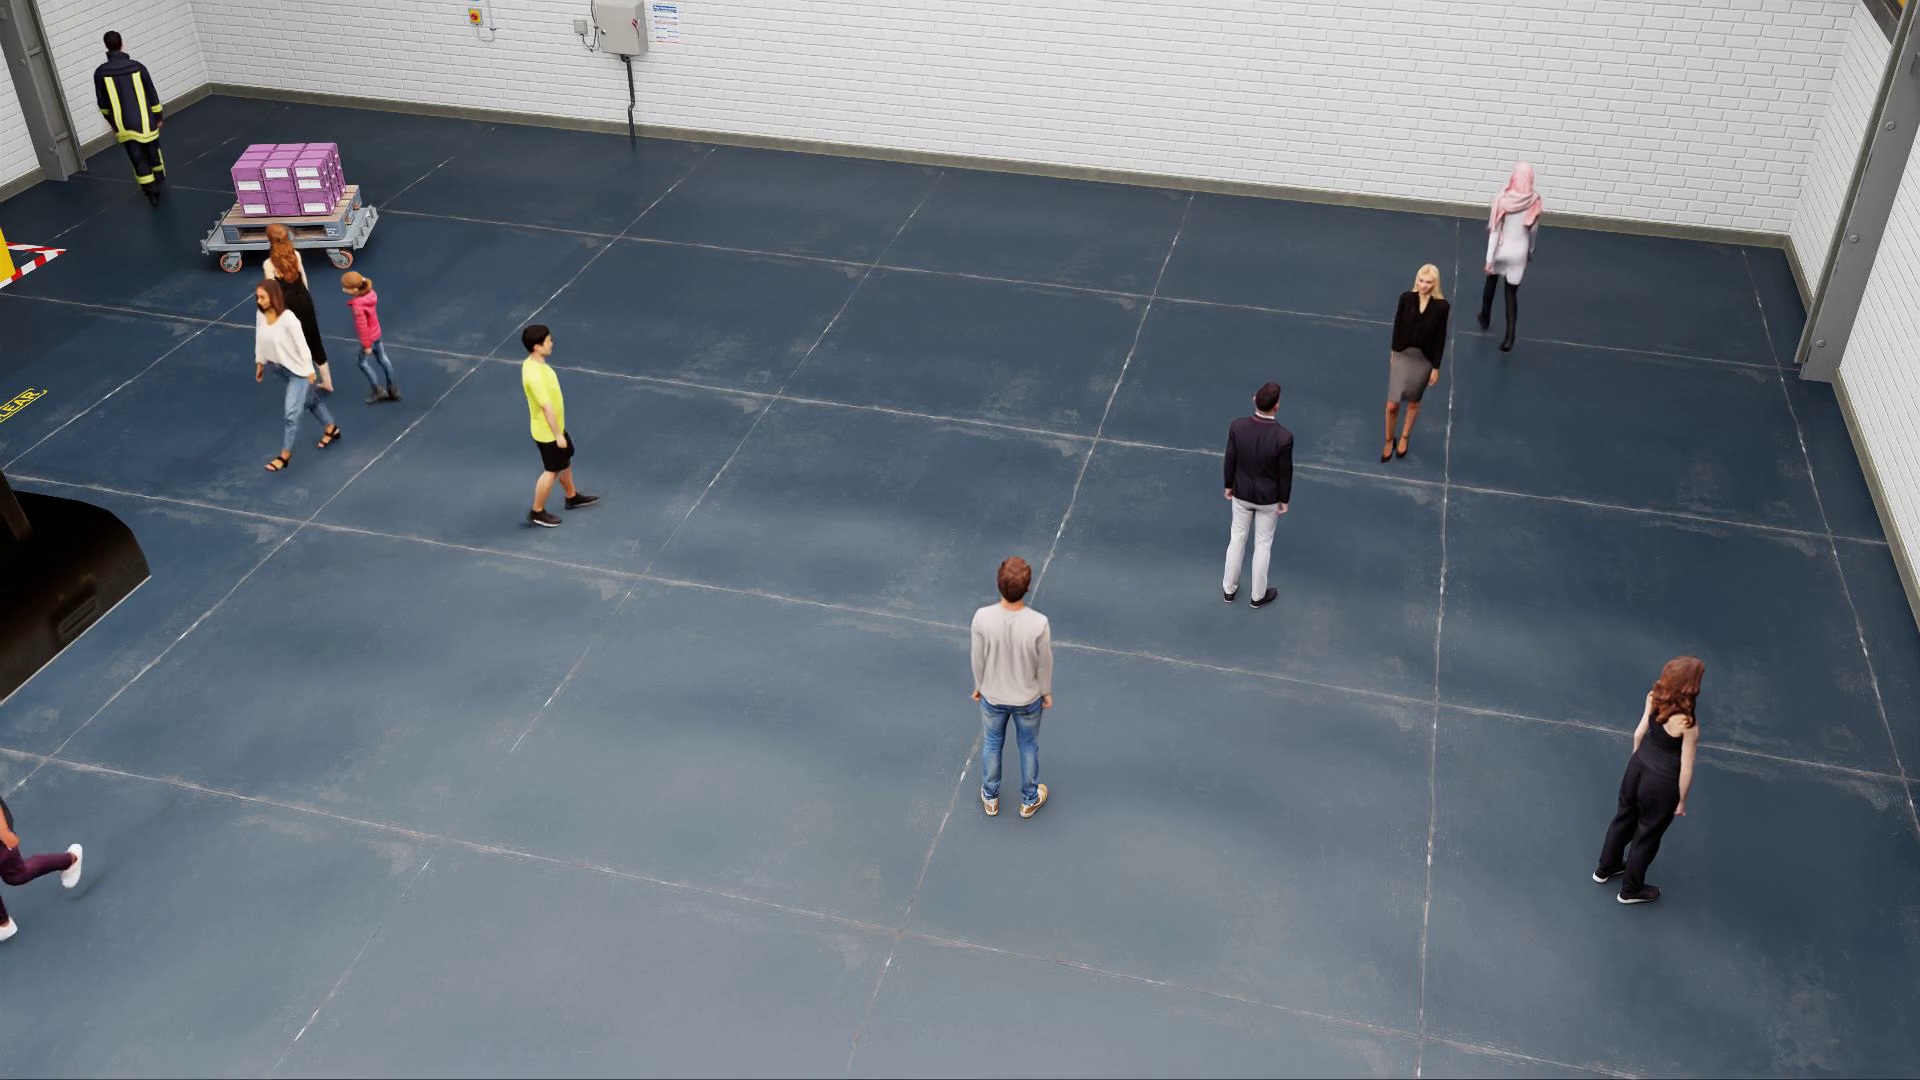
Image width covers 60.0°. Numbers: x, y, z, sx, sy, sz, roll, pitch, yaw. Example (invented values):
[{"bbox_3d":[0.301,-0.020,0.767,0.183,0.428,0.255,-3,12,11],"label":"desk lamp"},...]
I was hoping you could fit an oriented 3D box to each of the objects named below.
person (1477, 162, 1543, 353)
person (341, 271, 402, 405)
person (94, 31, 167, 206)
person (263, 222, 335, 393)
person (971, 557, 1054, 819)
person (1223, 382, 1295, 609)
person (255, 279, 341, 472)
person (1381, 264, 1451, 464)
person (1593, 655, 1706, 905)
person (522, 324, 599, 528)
[{"bbox_3d":[5.183,-2.622,15.670,0.790,1.759,1.235,4,34,6],"label":"person"},{"bbox_3d":[-5.204,-1.803,14.853,0.641,1.300,0.509,4,34,6],"label":"person"},{"bbox_3d":[-9.282,-4.700,18.680,1.199,1.889,1.292,-14,36,-19],"label":"person"},{"bbox_3d":[-5.928,-2.041,14.946,0.885,1.593,1.006,22,40,30],"label":"person"},{"bbox_3d":[0.319,0.927,10.198,0.672,1.905,0.602,5,34,8],"label":"person"},{"bbox_3d":[2.159,-0.327,12.140,0.704,1.845,0.637,16,37,23],"label":"person"},{"bbox_3d":[-5.563,-1.461,14.023,0.830,1.648,1.109,21,39,28],"label":"person"},{"bbox_3d":[3.824,-1.491,13.908,0.672,1.826,0.731,15,36,21],"label":"person"},{"bbox_3d":[4.020,1.380,9.659,0.722,1.748,0.643,-14,36,-20],"label":"person"},{"bbox_3d":[-3.293,-0.891,13.117,0.916,1.702,0.895,-9,35,-14],"label":"person"}]
